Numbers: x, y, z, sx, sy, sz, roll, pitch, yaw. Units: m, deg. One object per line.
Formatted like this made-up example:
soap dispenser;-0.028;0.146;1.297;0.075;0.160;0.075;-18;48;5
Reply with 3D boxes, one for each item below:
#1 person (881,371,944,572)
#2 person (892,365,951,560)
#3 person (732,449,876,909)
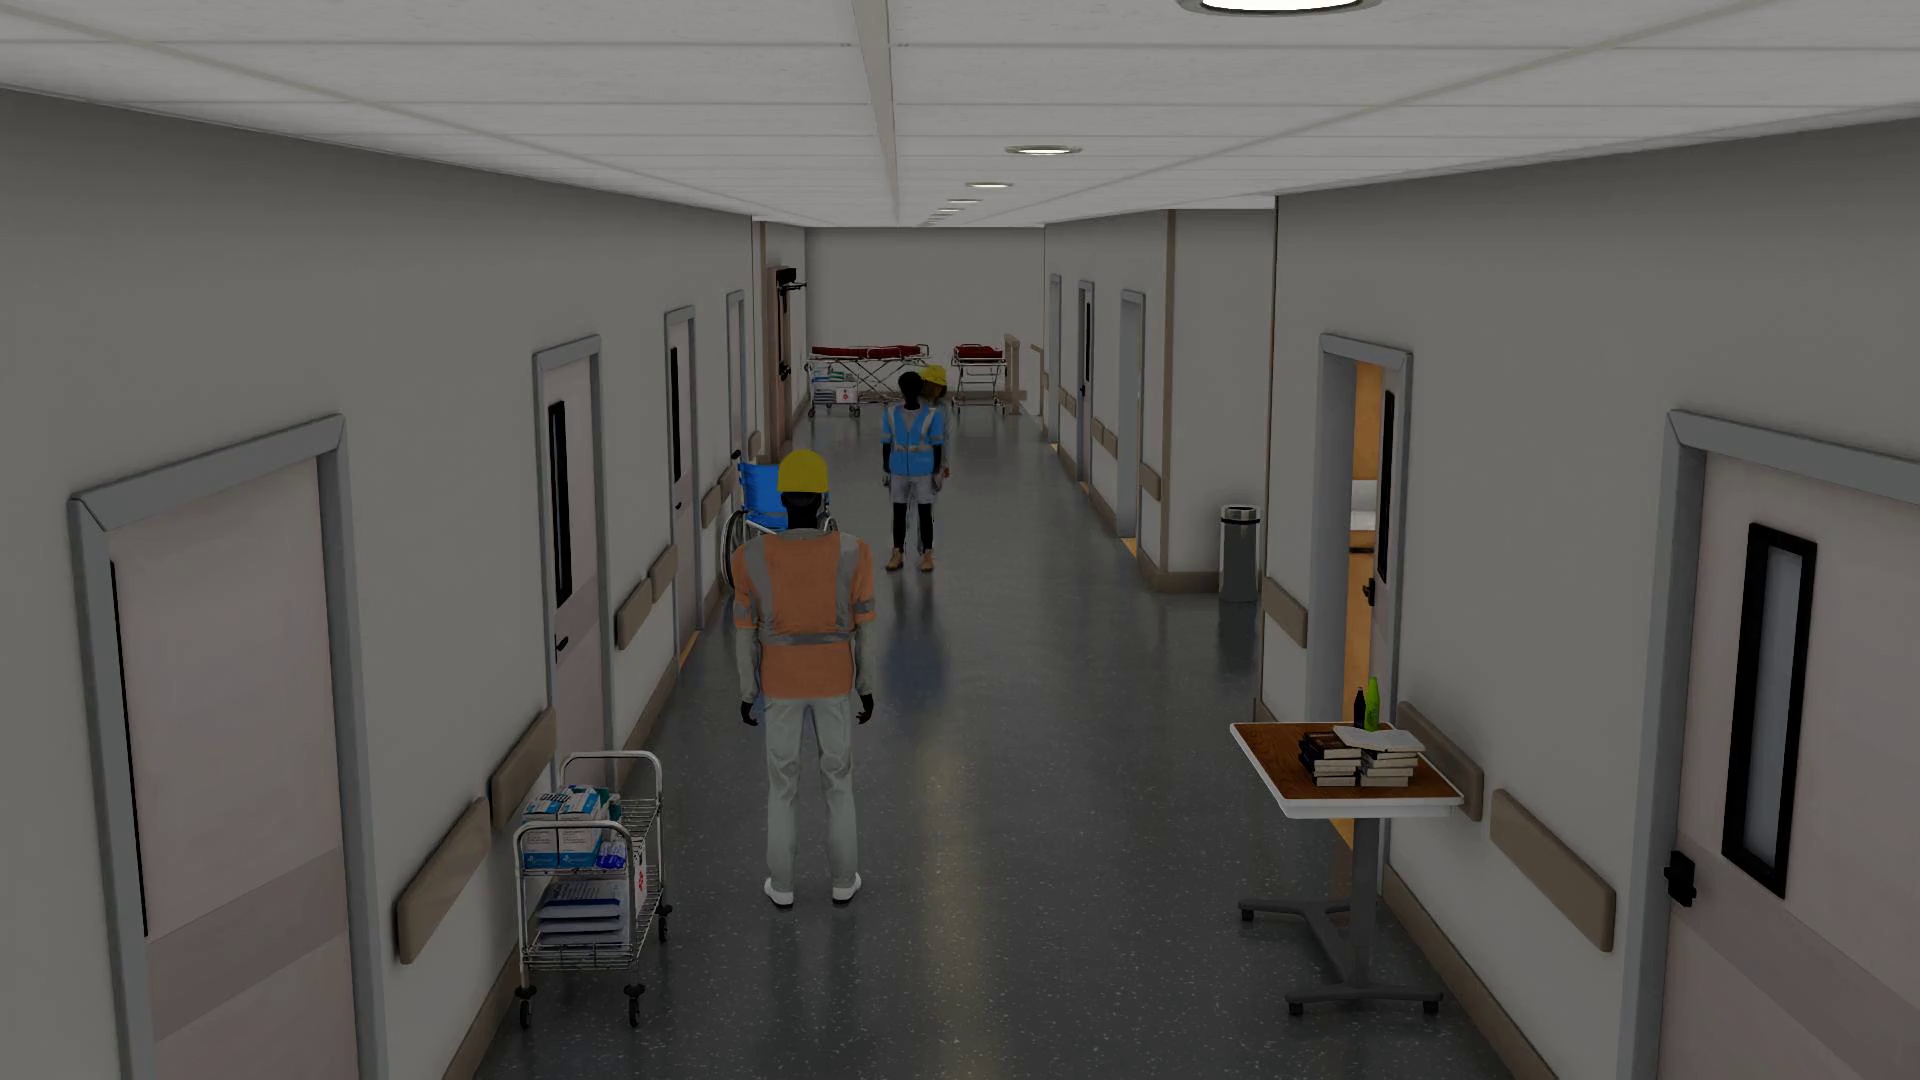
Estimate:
person;-0.396;-0.571;14.008;0.567;1.693;0.317;2;10;13
person;-0.303;-0.679;14.547;0.496;1.715;0.478;-8;13;-37
person;-0.642;0.583;6.925;0.587;1.928;0.363;-1;10;-8
